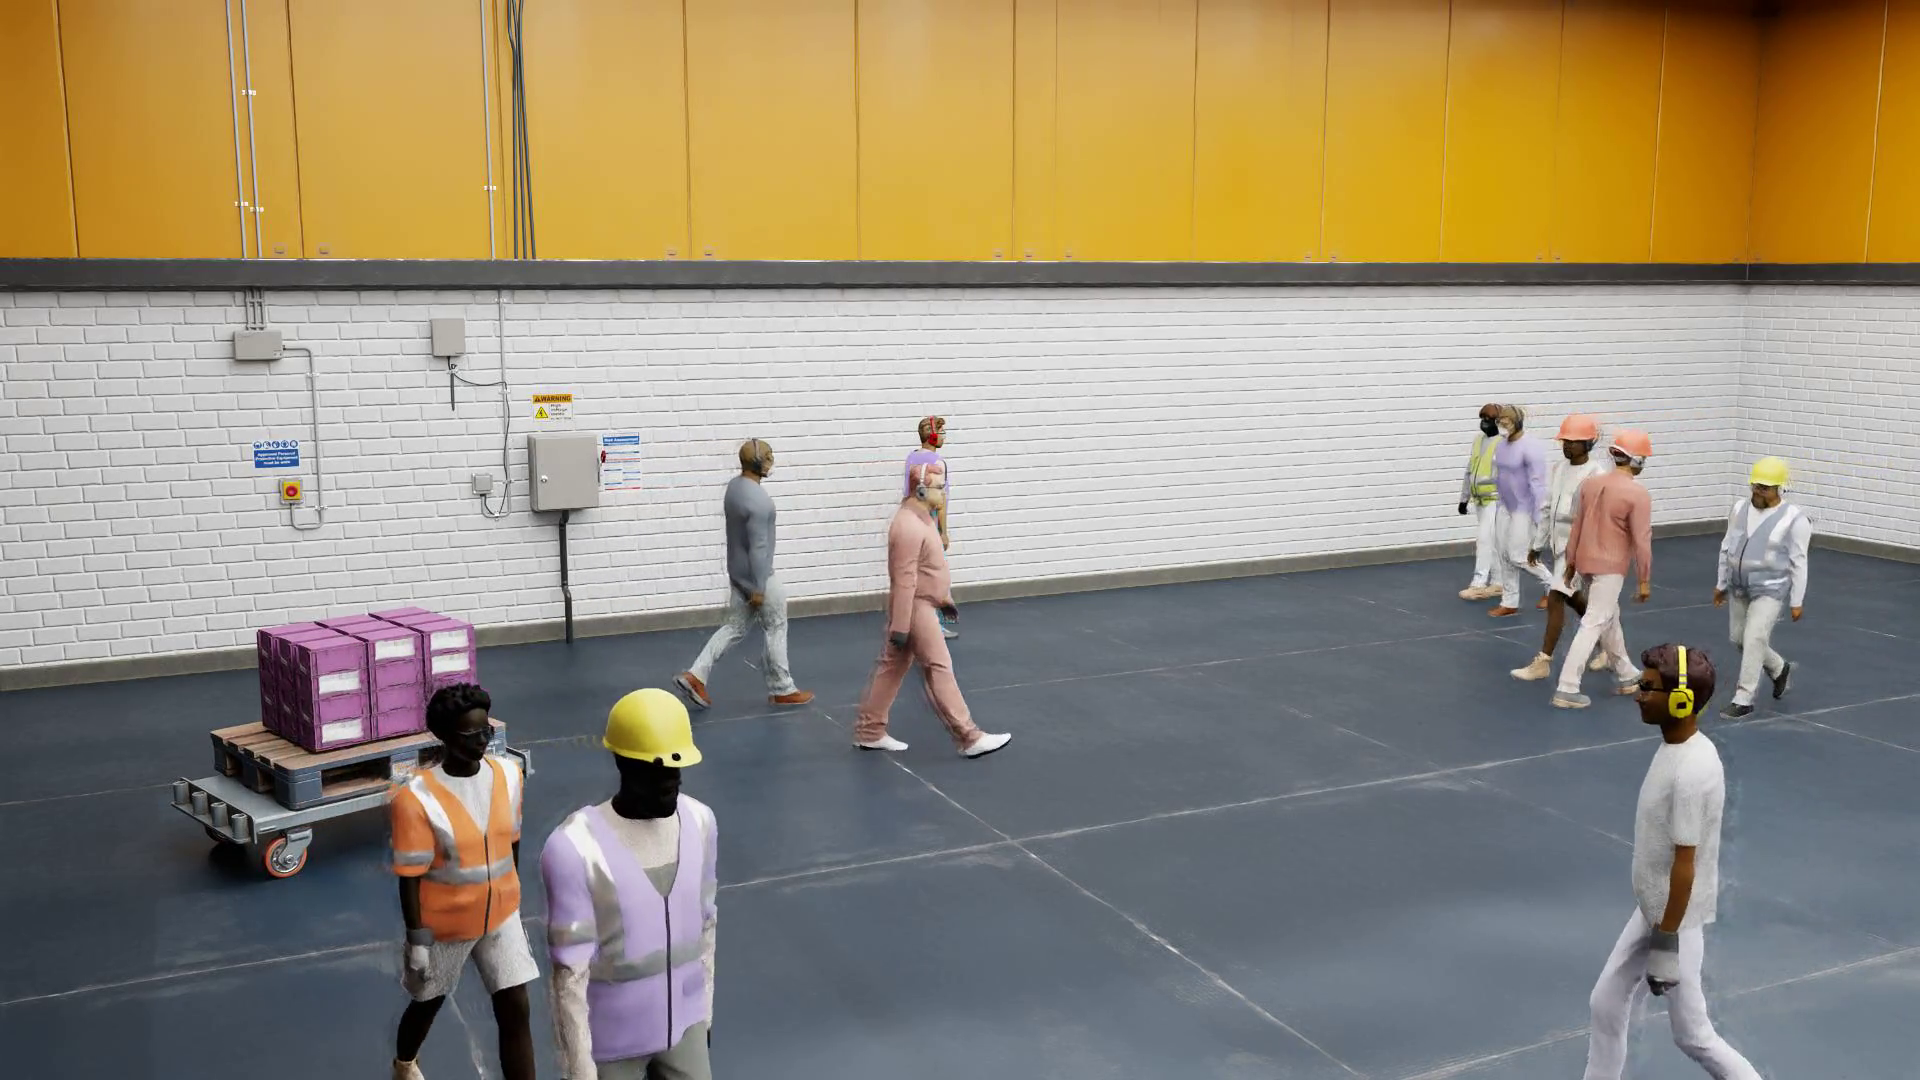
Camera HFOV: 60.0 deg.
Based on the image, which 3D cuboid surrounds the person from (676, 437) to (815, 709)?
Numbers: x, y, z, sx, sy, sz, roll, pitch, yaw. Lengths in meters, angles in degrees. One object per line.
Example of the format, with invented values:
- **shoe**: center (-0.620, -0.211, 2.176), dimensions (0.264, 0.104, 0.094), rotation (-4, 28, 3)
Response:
- **person**: center (-1.481, 0.244, 11.453), dimensions (0.895, 1.915, 0.630), rotation (-5, 10, -29)

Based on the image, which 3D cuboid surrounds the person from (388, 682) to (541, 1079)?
- **person**: center (-1.735, 1.290, 5.764), dimensions (0.888, 1.656, 0.537), rotation (8, 12, 42)

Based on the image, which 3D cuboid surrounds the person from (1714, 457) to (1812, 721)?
- **person**: center (5.502, 0.313, 11.353), dimensions (0.734, 1.804, 0.602), rotation (-4, 10, -26)

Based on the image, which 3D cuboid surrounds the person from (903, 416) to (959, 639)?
- **person**: center (-0.281, -0.101, 13.793), dimensions (0.396, 1.847, 0.565), rotation (-5, 10, -28)

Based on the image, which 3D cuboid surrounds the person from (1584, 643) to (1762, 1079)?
- **person**: center (2.408, 1.244, 5.496), dimensions (0.909, 1.841, 0.526), rotation (3, 10, 17)

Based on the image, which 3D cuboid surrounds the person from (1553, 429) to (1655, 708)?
- **person**: center (4.584, 0.196, 11.640), dimensions (1.056, 1.937, 0.646), rotation (-3, 10, -17)

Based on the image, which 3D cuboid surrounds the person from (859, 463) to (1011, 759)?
- **person**: center (-0.183, 0.447, 10.379), dimensions (0.994, 1.856, 0.666), rotation (0, 9, 0)

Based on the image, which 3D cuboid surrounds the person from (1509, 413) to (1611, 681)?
- **person**: center (4.611, 0.046, 12.395), dimensions (1.002, 2.011, 0.605), rotation (-2, 9, -12)

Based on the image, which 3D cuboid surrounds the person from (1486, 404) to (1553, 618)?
- **person**: center (4.940, -0.245, 14.532), dimensions (0.615, 1.910, 0.637), rotation (-2, 9, -13)

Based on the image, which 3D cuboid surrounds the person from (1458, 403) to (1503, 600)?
- **person**: center (4.835, -0.352, 15.431), dimensions (0.761, 1.815, 0.664), rotation (-3, 10, -18)

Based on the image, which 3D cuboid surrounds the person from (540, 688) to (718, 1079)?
- **person**: center (-0.931, 1.333, 4.713), dimensions (0.590, 1.904, 0.824), rotation (-9, 13, -44)
